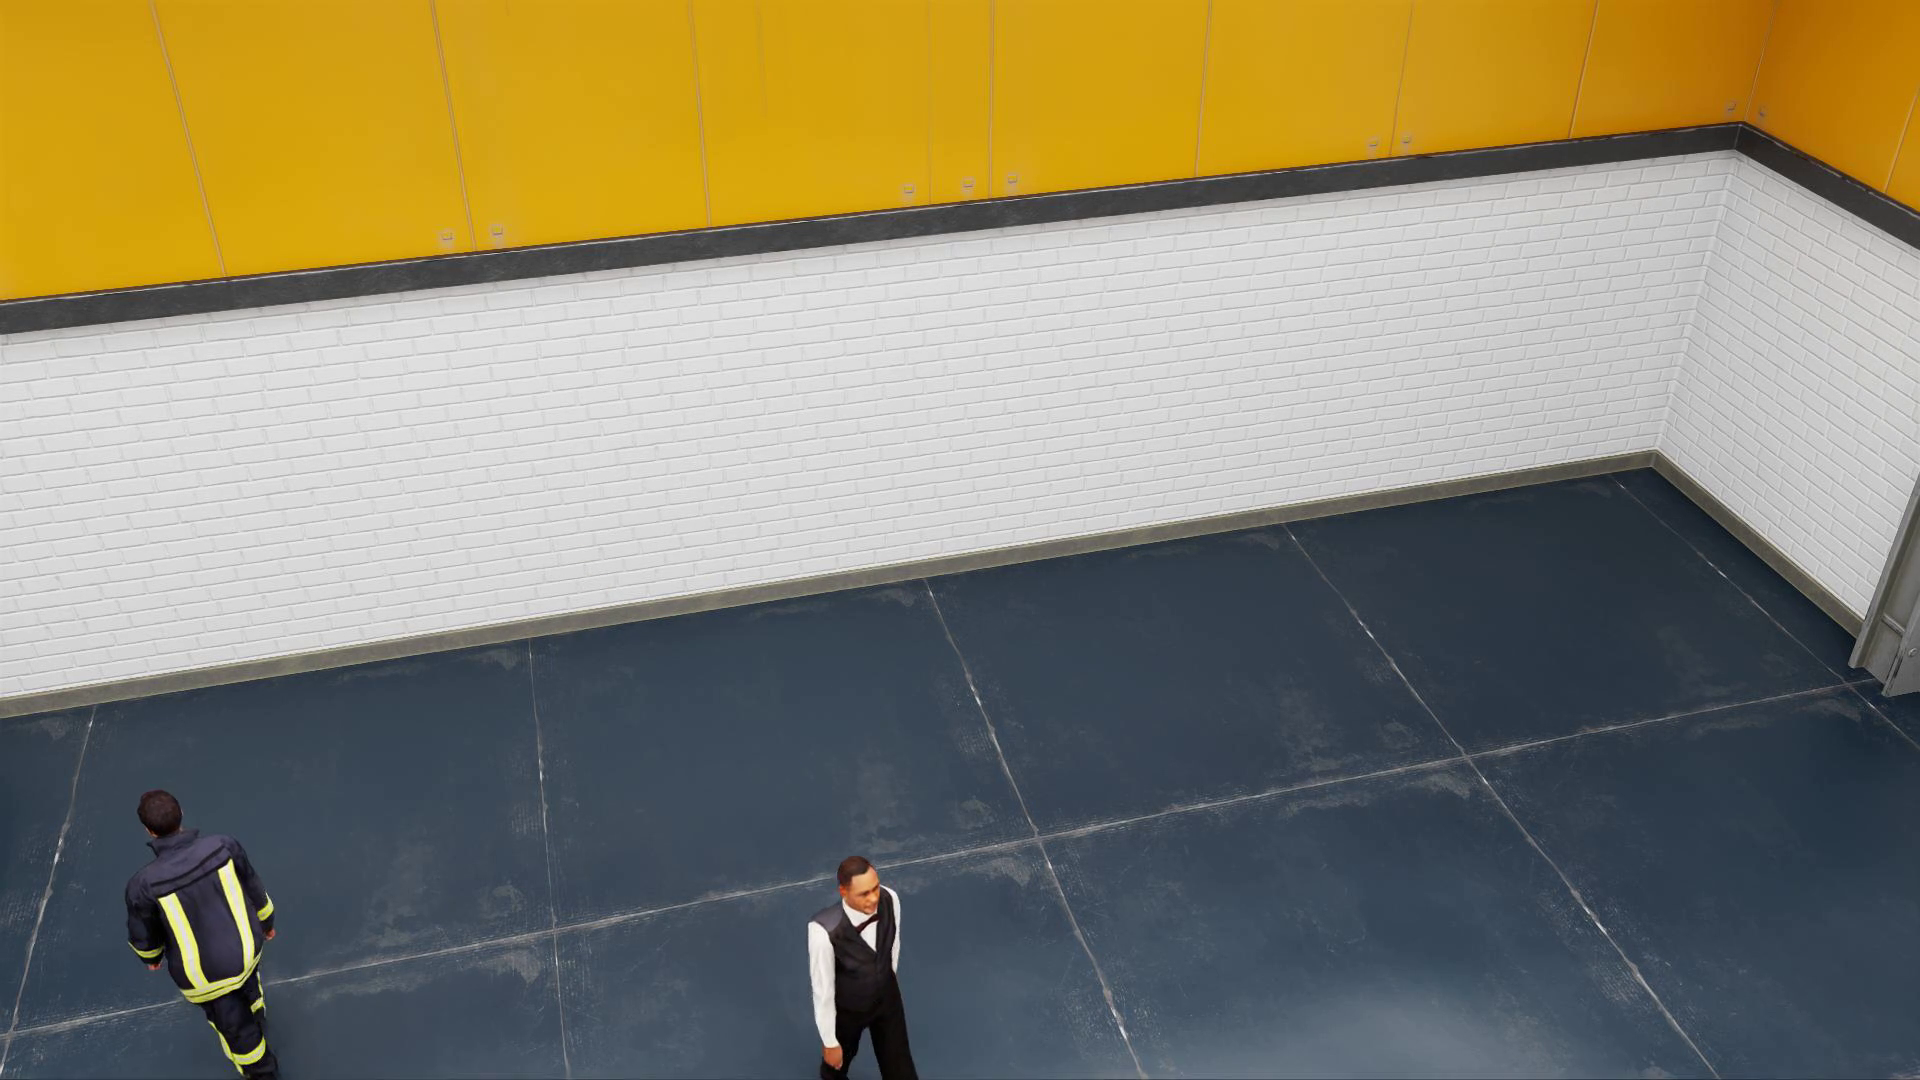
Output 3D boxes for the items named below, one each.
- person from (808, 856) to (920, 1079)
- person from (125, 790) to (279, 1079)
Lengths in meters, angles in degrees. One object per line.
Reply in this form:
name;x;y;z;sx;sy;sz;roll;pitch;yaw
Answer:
person;-0.555;2.231;8.264;1.015;1.874;1.328;-22;39;-29
person;-3.756;2.094;8.446;1.056;1.901;1.135;-28;42;-35
